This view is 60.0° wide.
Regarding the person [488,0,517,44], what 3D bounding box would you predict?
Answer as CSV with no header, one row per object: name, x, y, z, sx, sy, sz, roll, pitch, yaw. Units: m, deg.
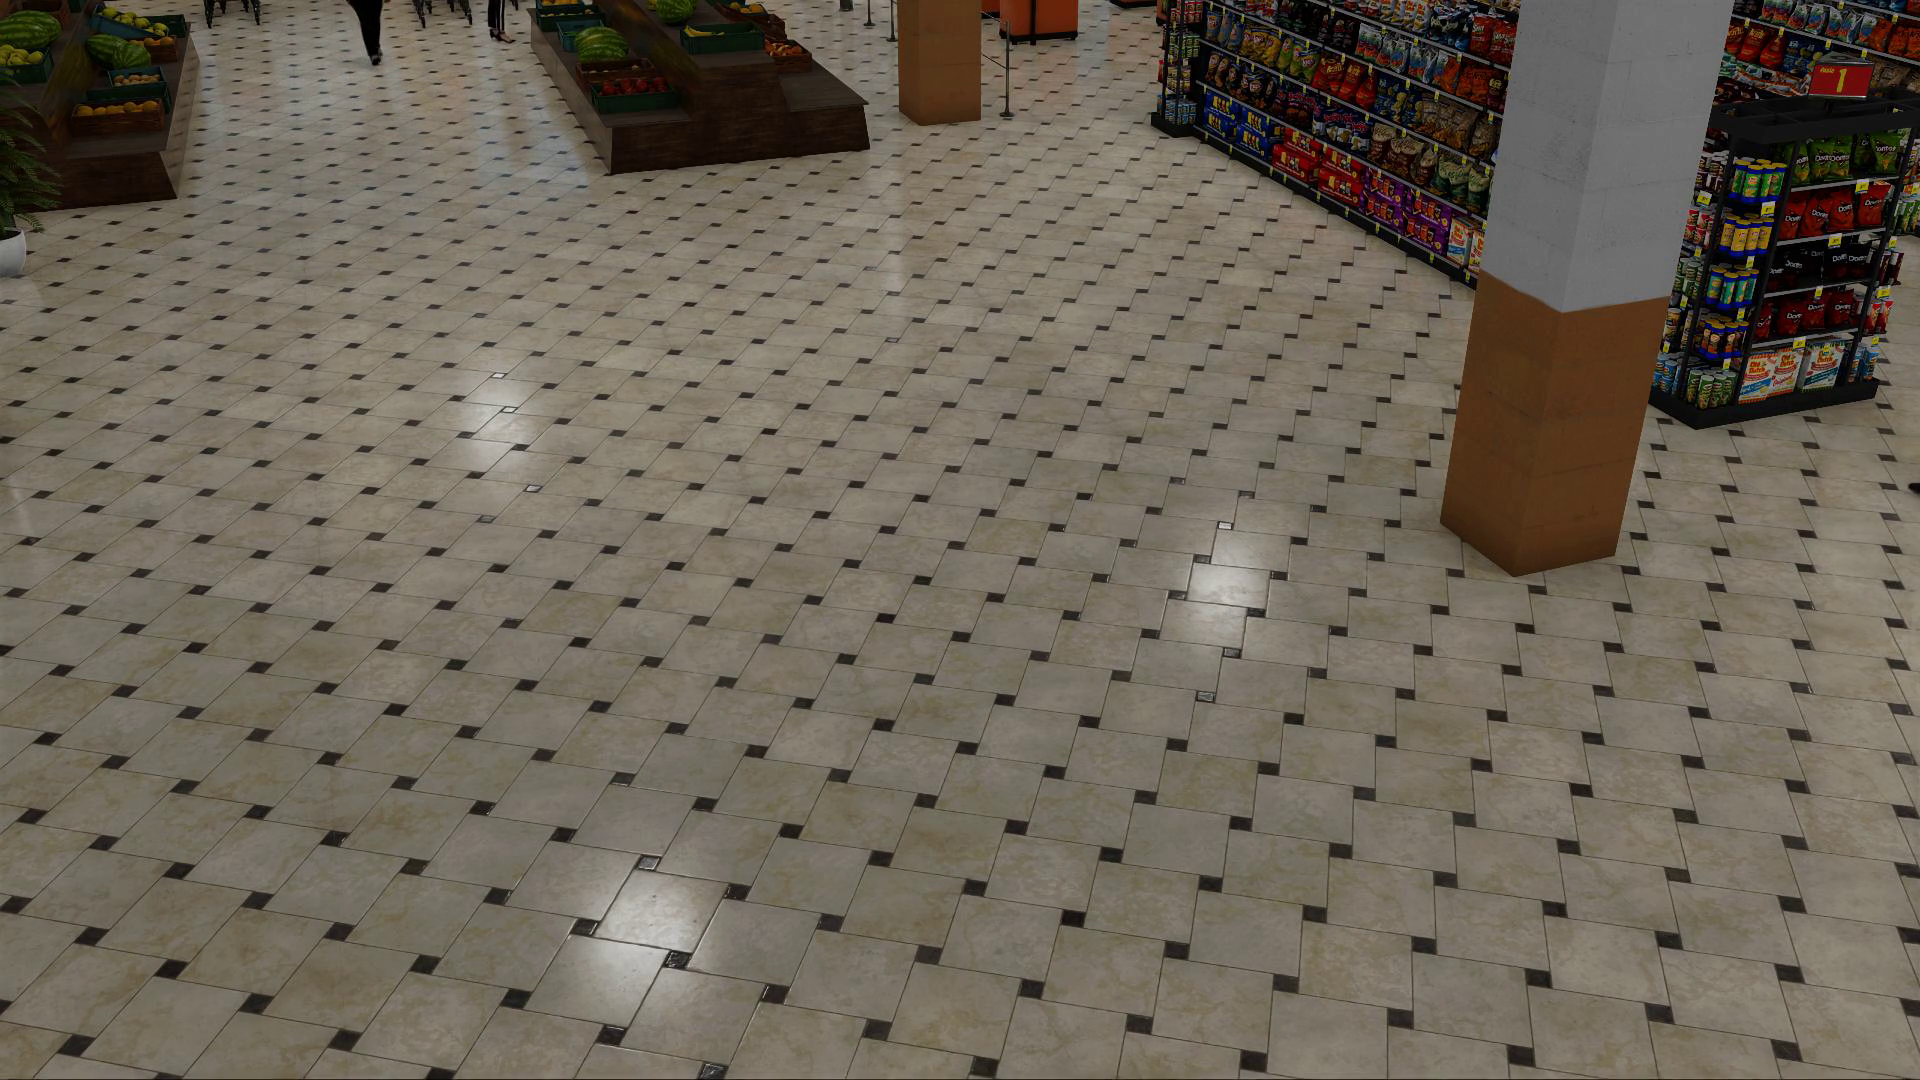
person,-5.834,-7.104,20.828,0.732,1.703,0.585,-22,36,-35

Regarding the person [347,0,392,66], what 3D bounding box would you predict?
person,-7.103,-6.517,19.894,0.756,1.567,1.165,-15,32,-26
